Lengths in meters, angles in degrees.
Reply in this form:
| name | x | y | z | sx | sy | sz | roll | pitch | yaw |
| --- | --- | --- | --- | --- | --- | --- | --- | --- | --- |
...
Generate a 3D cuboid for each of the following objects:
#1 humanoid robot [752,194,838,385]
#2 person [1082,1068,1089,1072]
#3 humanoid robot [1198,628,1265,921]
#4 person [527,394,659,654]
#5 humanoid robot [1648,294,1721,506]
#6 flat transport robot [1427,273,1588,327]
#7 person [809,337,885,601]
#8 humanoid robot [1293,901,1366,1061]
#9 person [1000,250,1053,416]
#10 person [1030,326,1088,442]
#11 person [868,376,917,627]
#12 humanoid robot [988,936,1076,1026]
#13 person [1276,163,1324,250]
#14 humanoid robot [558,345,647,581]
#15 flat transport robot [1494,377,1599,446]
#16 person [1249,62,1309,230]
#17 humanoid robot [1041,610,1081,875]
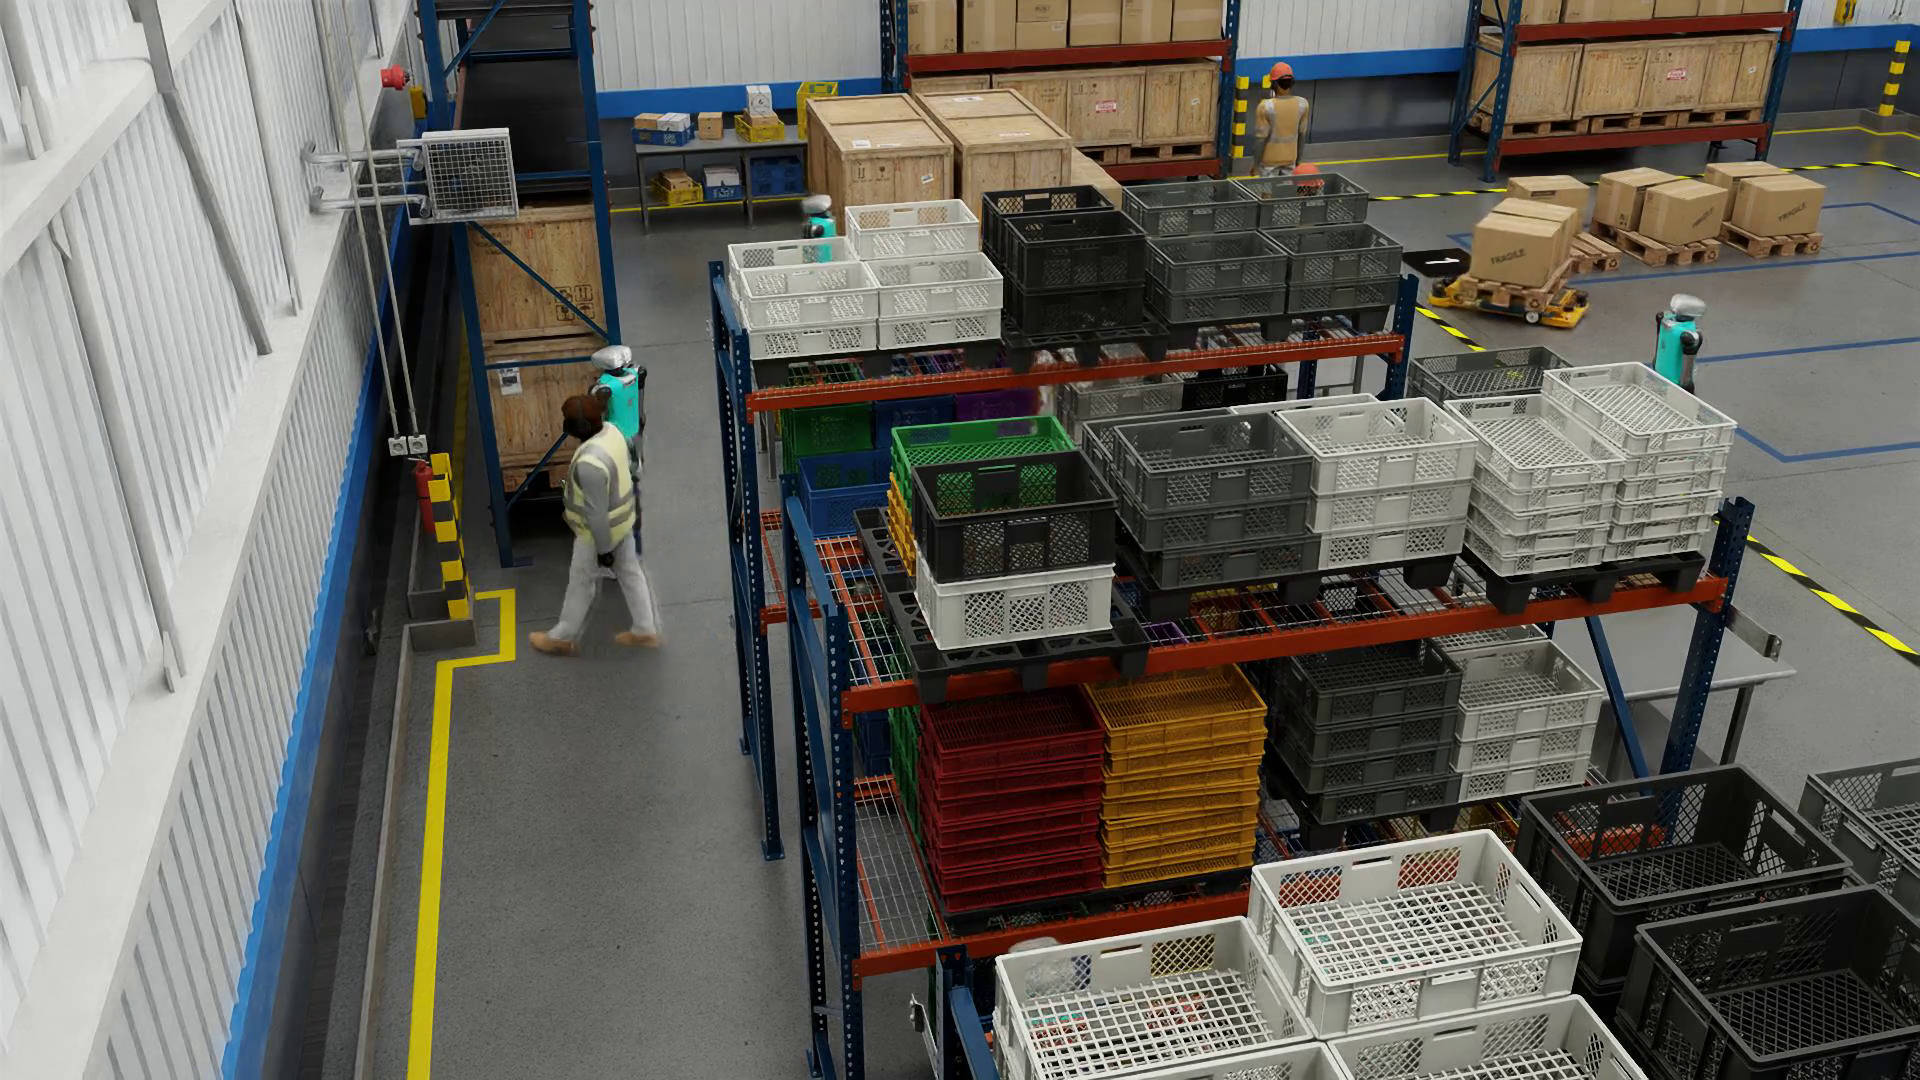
| name | x | y | z | sx | sy | sz | roll | pitch | yaw |
| --- | --- | --- | --- | --- | --- | --- | --- | --- | --- |
| humanoid robot | -1.508 | -2.174 | 14.615 | 0.946 | 1.774 | 0.537 | 6 | 28 | 12 |
| person | 0.384 | 2.486 | 5.611 | 0.511 | 1.872 | 0.333 | -7 | 29 | -13 |
| humanoid robot | 1.335 | 1.159 | 8.324 | 0.323 | 1.649 | 0.606 | -10 | 29 | -19 |
| person | -2.391 | -0.090 | 10.566 | 0.858 | 1.813 | 0.627 | 3 | 28 | 6 |
| humanoid robot | 5.404 | -1.001 | 12.227 | 0.735 | 1.677 | 0.533 | -2 | 28 | -3 |
| flat transport robot | 5.480 | -2.427 | 16.622 | 1.431 | 0.197 | 0.652 | 15 | 31 | 26 |
| person | -0.680 | -0.470 | 11.091 | 0.853 | 2.001 | 0.616 | -1 | 28 | -3 |
| humanoid robot | 1.711 | 2.083 | 6.524 | 1.006 | 1.746 | 0.531 | -7 | 29 | -12 |
| person | 0.491 | -1.372 | 12.952 | 1.060 | 1.851 | 0.622 | -9 | 29 | -17 |
| person | 0.628 | -1.063 | 12.435 | 0.980 | 1.783 | 0.581 | 8 | 29 | 15 |
| person | -0.440 | -0.231 | 10.880 | 0.525 | 1.765 | 0.327 | 6 | 28 | 11 |
| humanoid robot | 0.520 | 2.192 | 6.341 | 0.791 | 1.792 | 0.554 | -14 | 31 | -24 |
| person | 2.979 | -2.395 | 14.800 | 0.372 | 1.938 | 0.545 | -7 | 29 | -12 |
| humanoid robot | -2.493 | -0.561 | 11.392 | 0.735 | 1.677 | 0.533 | 13 | 30 | 23 |
| flat transport robot | 4.780 | -1.036 | 14.013 | 0.659 | 0.231 | 1.431 | -6 | 28 | -12 |
| person | 3.420 | -4.119 | 17.968 | 0.604 | 2.037 | 0.387 | -8 | 29 | -15 |
| humanoid robot | 0.543 | 1.034 | 8.561 | 0.328 | 1.653 | 0.596 | 0 | 28 | 0 |
